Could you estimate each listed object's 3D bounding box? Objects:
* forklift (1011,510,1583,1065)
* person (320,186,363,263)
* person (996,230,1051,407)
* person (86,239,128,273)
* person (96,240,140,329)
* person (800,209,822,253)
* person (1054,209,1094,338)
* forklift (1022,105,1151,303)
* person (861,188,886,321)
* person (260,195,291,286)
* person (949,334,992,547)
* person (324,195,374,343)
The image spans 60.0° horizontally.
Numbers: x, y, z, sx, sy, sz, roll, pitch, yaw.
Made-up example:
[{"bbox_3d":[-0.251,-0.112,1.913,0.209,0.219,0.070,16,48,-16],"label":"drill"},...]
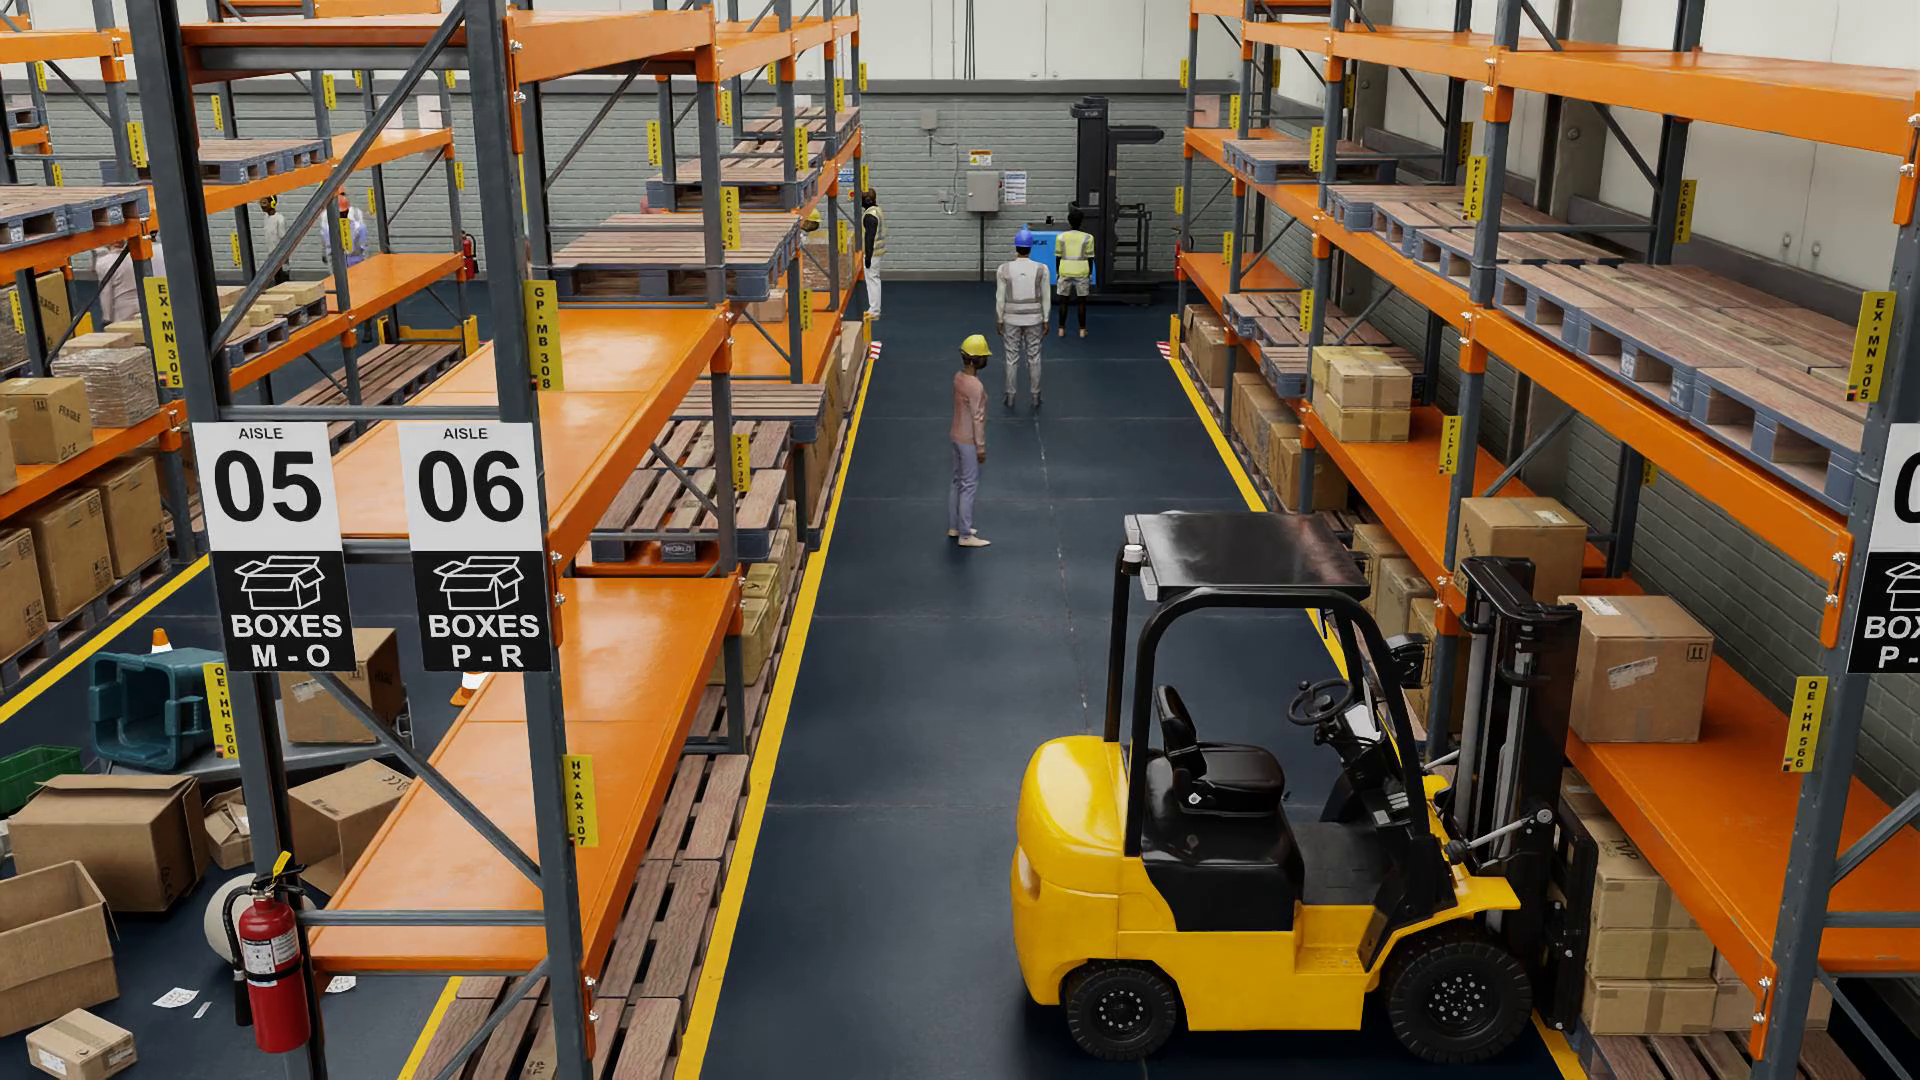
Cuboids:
[{"bbox_3d":[1.387,1.055,7.378,2.313,2.155,1.214,0,18,0],"label":"forklift"},{"bbox_3d":[-8.600,-4.018,23.181,0.546,1.891,0.830,-13,22,-34],"label":"person"},{"bbox_3d":[0.697,-2.424,18.282,0.612,1.947,0.388,0,18,0],"label":"person"},{"bbox_3d":[-11.689,-3.906,23.015,0.649,1.800,0.684,16,24,40],"label":"person"},{"bbox_3d":[-9.448,-2.587,18.844,0.403,1.904,0.651,9,20,25],"label":"person"},{"bbox_3d":[-1.944,-3.472,21.793,0.320,1.731,0.489,0,18,-1],"label":"person"},{"bbox_3d":[1.505,-3.510,21.975,0.536,1.692,0.319,4,19,12],"label":"person"},{"bbox_3d":[1.857,-4.944,24.441,1.873,2.768,1.129,0,18,0],"label":"forklift"},{"bbox_3d":[-1.255,-3.981,23.183,0.429,1.832,0.627,1,18,3],"label":"person"},{"bbox_3d":[-9.260,-3.806,22.605,0.511,1.862,0.323,17,25,42],"label":"person"},{"bbox_3d":[0.102,-0.821,13.739,0.347,1.761,0.527,-6,19,-18],"label":"person"},{"bbox_3d":[-7.933,-3.505,21.594,0.539,1.930,0.395,-3,18,-8],"label":"person"}]
